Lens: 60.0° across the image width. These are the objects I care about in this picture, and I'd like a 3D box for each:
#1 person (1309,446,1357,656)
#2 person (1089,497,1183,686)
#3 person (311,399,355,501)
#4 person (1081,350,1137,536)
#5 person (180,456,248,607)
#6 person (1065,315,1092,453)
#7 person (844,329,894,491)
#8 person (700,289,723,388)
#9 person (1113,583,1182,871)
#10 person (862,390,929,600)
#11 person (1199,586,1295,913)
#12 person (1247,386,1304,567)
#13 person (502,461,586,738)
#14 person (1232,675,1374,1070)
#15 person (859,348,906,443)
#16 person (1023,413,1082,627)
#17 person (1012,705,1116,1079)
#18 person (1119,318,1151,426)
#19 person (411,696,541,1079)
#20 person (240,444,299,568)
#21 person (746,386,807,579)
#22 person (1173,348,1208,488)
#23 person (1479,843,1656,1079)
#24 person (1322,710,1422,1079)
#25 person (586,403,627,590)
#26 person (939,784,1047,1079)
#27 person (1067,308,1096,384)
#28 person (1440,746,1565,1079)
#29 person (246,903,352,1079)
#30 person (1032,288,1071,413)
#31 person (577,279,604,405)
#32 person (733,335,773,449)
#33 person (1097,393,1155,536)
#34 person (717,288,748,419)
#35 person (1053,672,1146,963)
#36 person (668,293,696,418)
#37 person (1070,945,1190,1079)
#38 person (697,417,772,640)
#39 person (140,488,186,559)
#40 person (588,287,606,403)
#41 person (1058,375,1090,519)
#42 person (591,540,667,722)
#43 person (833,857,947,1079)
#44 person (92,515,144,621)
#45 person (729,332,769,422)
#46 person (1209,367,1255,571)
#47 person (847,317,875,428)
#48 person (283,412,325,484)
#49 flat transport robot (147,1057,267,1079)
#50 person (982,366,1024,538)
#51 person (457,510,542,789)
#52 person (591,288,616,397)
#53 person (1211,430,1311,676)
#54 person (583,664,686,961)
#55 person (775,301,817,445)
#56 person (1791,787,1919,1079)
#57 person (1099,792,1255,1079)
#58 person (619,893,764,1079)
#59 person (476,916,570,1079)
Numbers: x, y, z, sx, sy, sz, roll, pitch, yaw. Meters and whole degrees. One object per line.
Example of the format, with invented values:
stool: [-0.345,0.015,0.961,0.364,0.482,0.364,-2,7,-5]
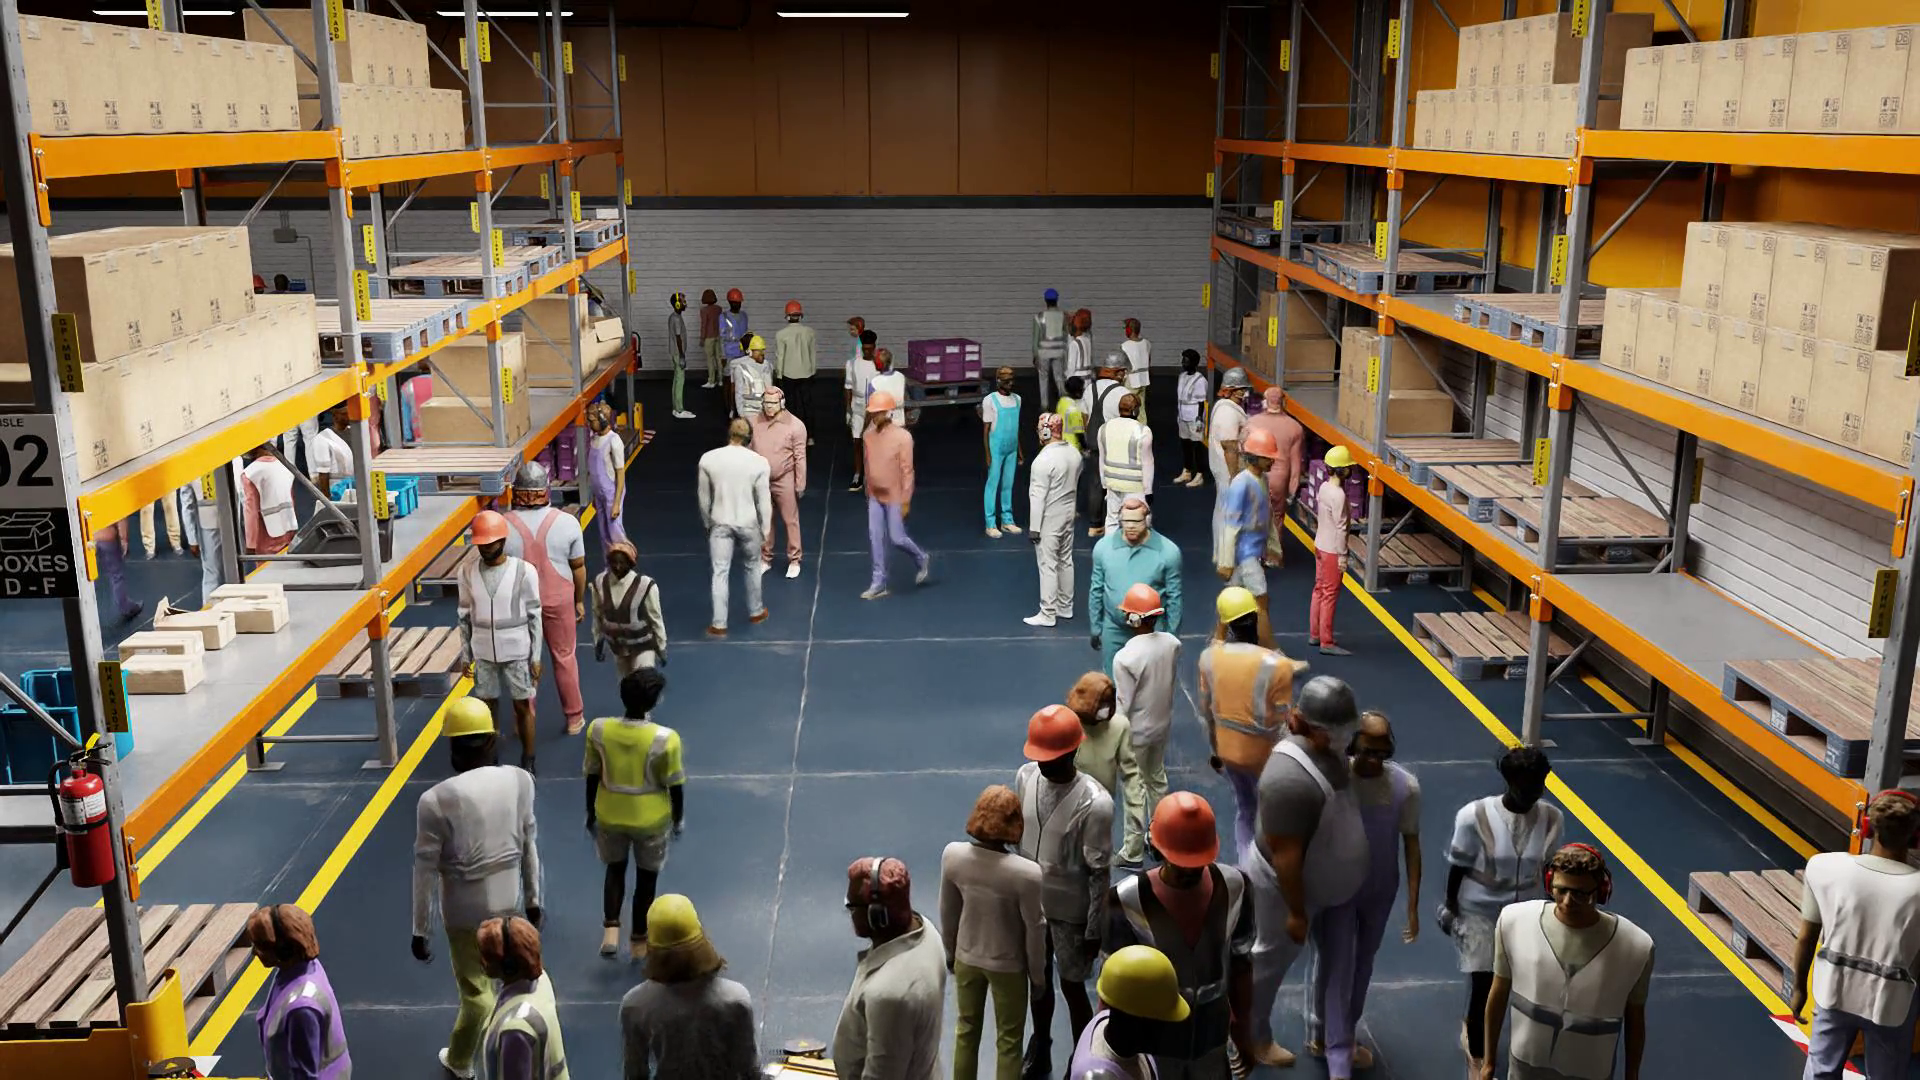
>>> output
person: [3.131,0.084,13.930,0.309,1.772,0.525,-1,14,-6]
person: [1.210,0.625,11.560,0.664,1.899,0.395,5,15,18]
person: [-5.723,-0.416,15.498,0.367,1.967,0.602,5,15,17]
person: [1.642,-1.015,17.704,0.536,2.000,0.688,-12,18,-38]
person: [-6.404,-0.089,14.347,0.391,1.905,0.599,10,17,34]
person: [1.559,-2.055,22.116,0.363,1.879,0.584,7,16,26]
person: [-1.093,-1.548,19.961,0.602,1.958,0.369,2,14,6]
person: [-4.144,-3.353,27.696,0.279,1.633,0.501,9,17,31]
person: [1.071,1.109,9.938,0.326,1.752,0.563,13,19,40]
person: [-0.627,-0.441,15.568,0.626,1.979,0.648,11,18,37]
person: [1.645,1.183,9.372,0.520,1.887,0.628,-13,20,-42]
person: [3.020,-0.567,16.314,0.643,1.863,0.919,3,15,12]
person: [-3.057,0.426,12.048,0.684,2.000,0.535,-4,15,-15]
person: [1.641,1.542,7.664,0.744,2.000,0.696,11,18,37]
person: [-0.859,-1.300,19.222,0.440,1.843,0.588,11,18,36]
person: [0.805,-0.183,14.724,0.399,1.900,0.644,10,17,33]
person: [0.428,1.645,7.501,0.549,1.926,0.388,14,20,43]
person: [2.319,-2.019,22.063,0.569,1.838,0.385,-13,19,-42]
person: [-2.138,1.655,7.537,0.852,1.887,0.631,11,18,36]
person: [-5.858,-0.047,14.176,0.405,1.909,0.597,3,15,13]
person: [-1.804,-0.560,16.215,0.643,1.901,0.396,5,15,19]
person: [2.815,-1.488,20.265,0.320,1.690,0.536,-7,16,-26]
person: [2.273,1.990,6.296,0.570,1.843,0.373,6,16,23]
person: [1.846,1.666,7.620,0.510,1.809,0.854,1,14,3]
person: [-3.322,-0.390,15.652,0.344,1.839,0.505,-11,18,-36]
person: [0.148,1.849,7.273,0.507,1.630,0.268,8,16,29]
person: [1.697,-2.240,22.853,0.426,1.885,0.579,8,16,27]
person: [2.518,1.745,7.600,0.545,1.660,0.751,-2,14,-9]
person: [-2.436,2.116,6.236,0.313,1.631,0.525,-7,16,-24]
person: [1.396,-2.826,25.053,0.615,1.916,0.652,-3,15,-11]
person: [-5.769,-2.975,25.399,0.675,2.000,0.536,11,18,36]
person: [-2.484,-1.589,20.365,0.403,1.837,0.589,13,19,42]
person: [1.627,-0.517,16.170,0.624,1.837,0.429,13,19,41]
person: [-3.355,-2.794,24.889,0.369,1.939,0.542,13,19,41]
person: [0.675,1.456,8.853,0.514,1.615,0.518,-6,16,-23]
person: [-4.189,-2.765,24.915,0.328,1.872,0.514,-5,15,-18]
person: [0.525,2.186,5.398,0.394,1.913,0.591,2,14,8]
person: [-1.958,-0.114,14.496,0.656,1.909,0.763,0,14,-1]
person: [-8.218,-0.678,16.969,0.565,1.747,0.346,-10,18,-35]
person: [-5.776,-3.093,26.135,0.397,1.910,0.587,-6,15,-21]
person: [1.220,-1.026,18.523,0.355,1.656,0.579,-5,15,-18]
person: [-2.314,0.744,11.698,0.575,1.598,0.618,6,15,21]
person: [-0.260,2.037,6.017,0.398,1.899,0.654,2,14,8]
person: [-7.444,-0.014,14.450,0.510,1.696,0.934,-3,15,-13]
person: [-2.569,-1.616,20.403,0.538,1.869,0.313,-2,14,-8]
person: [2.738,-0.715,16.524,0.539,2.000,0.689,1,14,2]
person: [-1.281,-2.090,22.359,0.427,1.826,0.654,1,14,3]
person: [-8.139,-1.609,20.478,0.644,1.833,0.431,2,14,6]
flat transport robot: [-3.342,2.627,6.936,0.652,0.197,1.431,0,14,0]
person: [0.468,-0.951,17.841,0.504,1.847,0.345,-11,18,-37]
person: [-3.046,0.742,11.012,0.551,1.934,0.373,1,14,2]
person: [-5.759,-3.130,26.553,0.331,1.768,0.527,11,18,37]
person: [2.437,0.108,13.377,0.960,1.995,0.625,7,16,25]
person: [-1.704,1.456,8.736,0.556,1.675,0.430,3,15,10]
person: [-2.243,-2.261,22.685,0.612,1.995,0.393,-8,16,-29]
person: [3.647,1.890,6.707,0.562,1.837,0.388,11,18,38]
person: [0.831,1.895,6.315,0.612,2.029,0.407,-4,15,-14]
person: [-0.973,2.128,6.038,0.524,1.708,0.731,2,14,8]
person: [-1.588,2.141,6.138,0.315,1.630,0.511,-2,14,-9]
